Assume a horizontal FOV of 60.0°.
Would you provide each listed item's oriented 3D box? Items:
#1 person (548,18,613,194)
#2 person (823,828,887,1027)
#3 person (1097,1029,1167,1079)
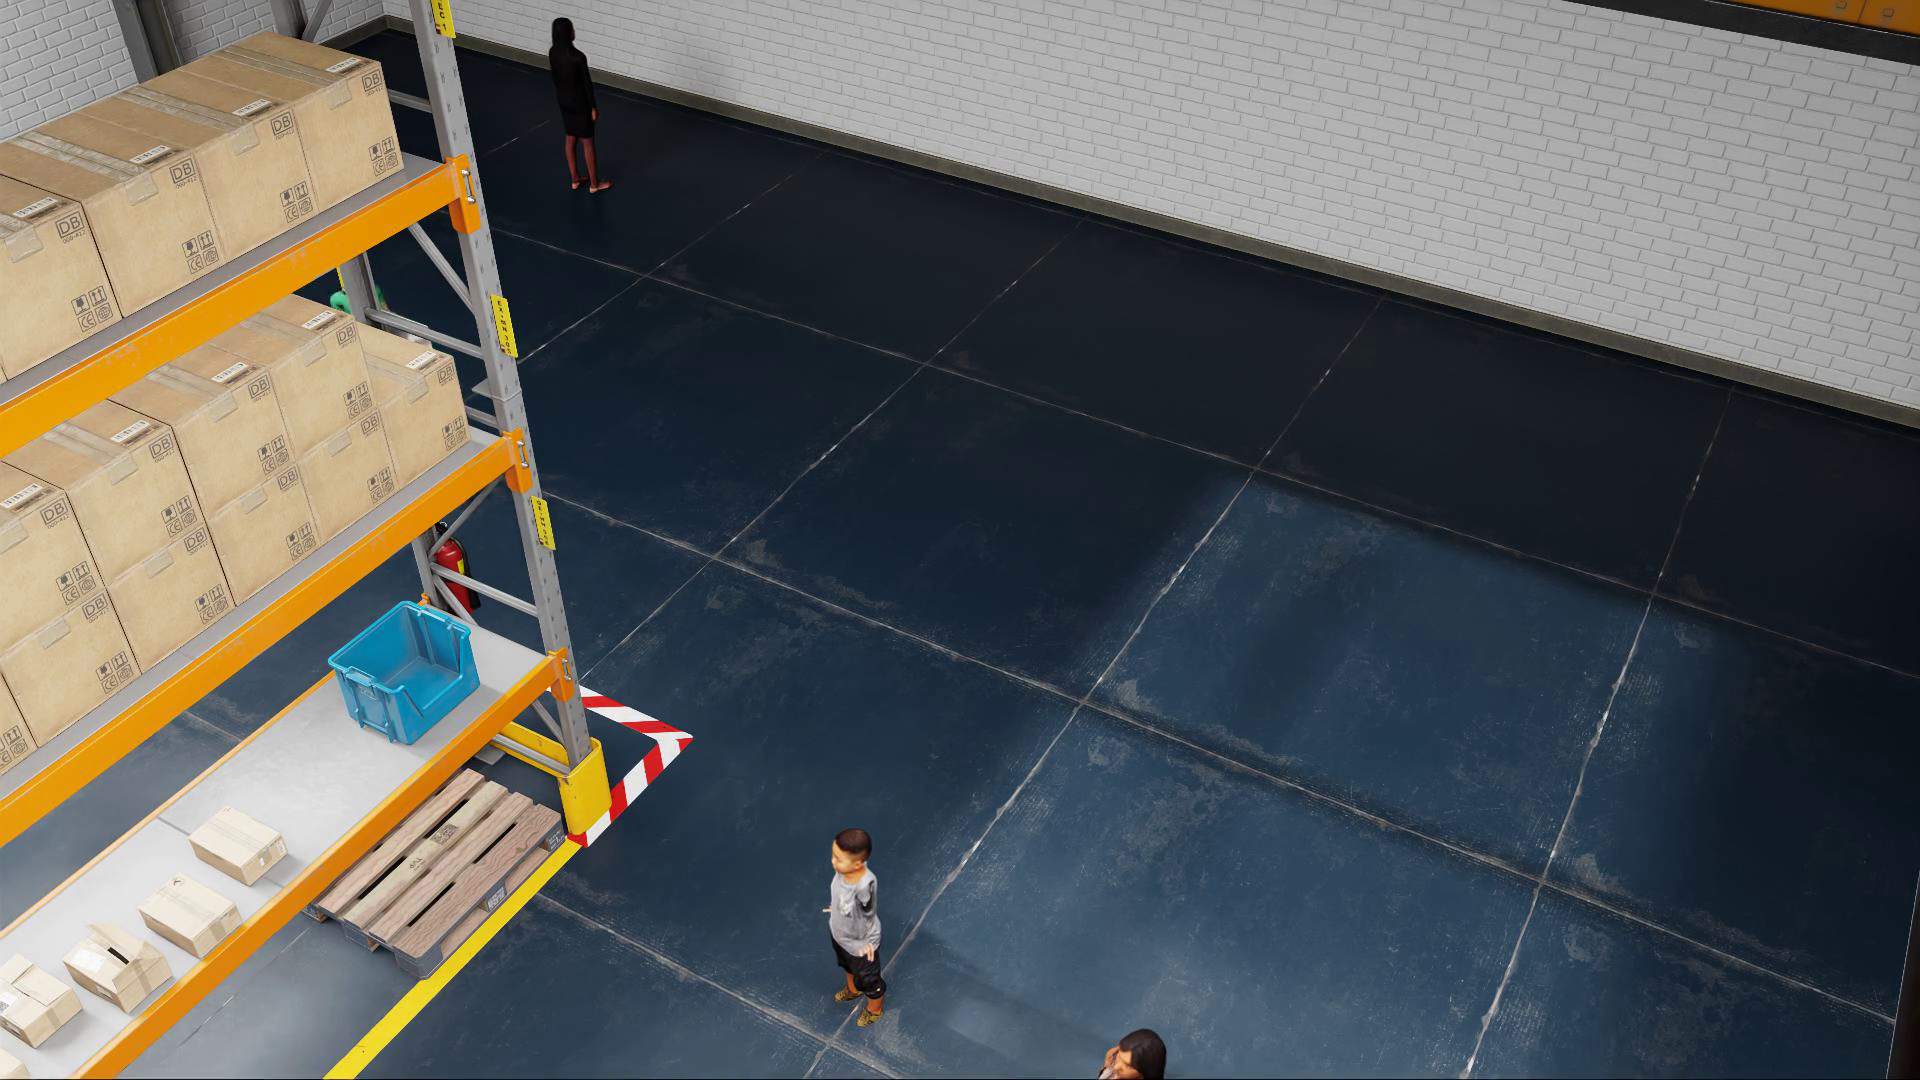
[{"bbox_3d":[-3.728,-4.218,16.133,0.608,1.721,0.495,21,43,24],"label":"person"},{"bbox_3d":[-0.542,1.968,8.599,0.631,1.456,0.648,-24,44,-27],"label":"person"},{"bbox_3d":[0.748,2.730,7.493,0.717,1.644,0.725,-19,42,-23],"label":"person"}]
